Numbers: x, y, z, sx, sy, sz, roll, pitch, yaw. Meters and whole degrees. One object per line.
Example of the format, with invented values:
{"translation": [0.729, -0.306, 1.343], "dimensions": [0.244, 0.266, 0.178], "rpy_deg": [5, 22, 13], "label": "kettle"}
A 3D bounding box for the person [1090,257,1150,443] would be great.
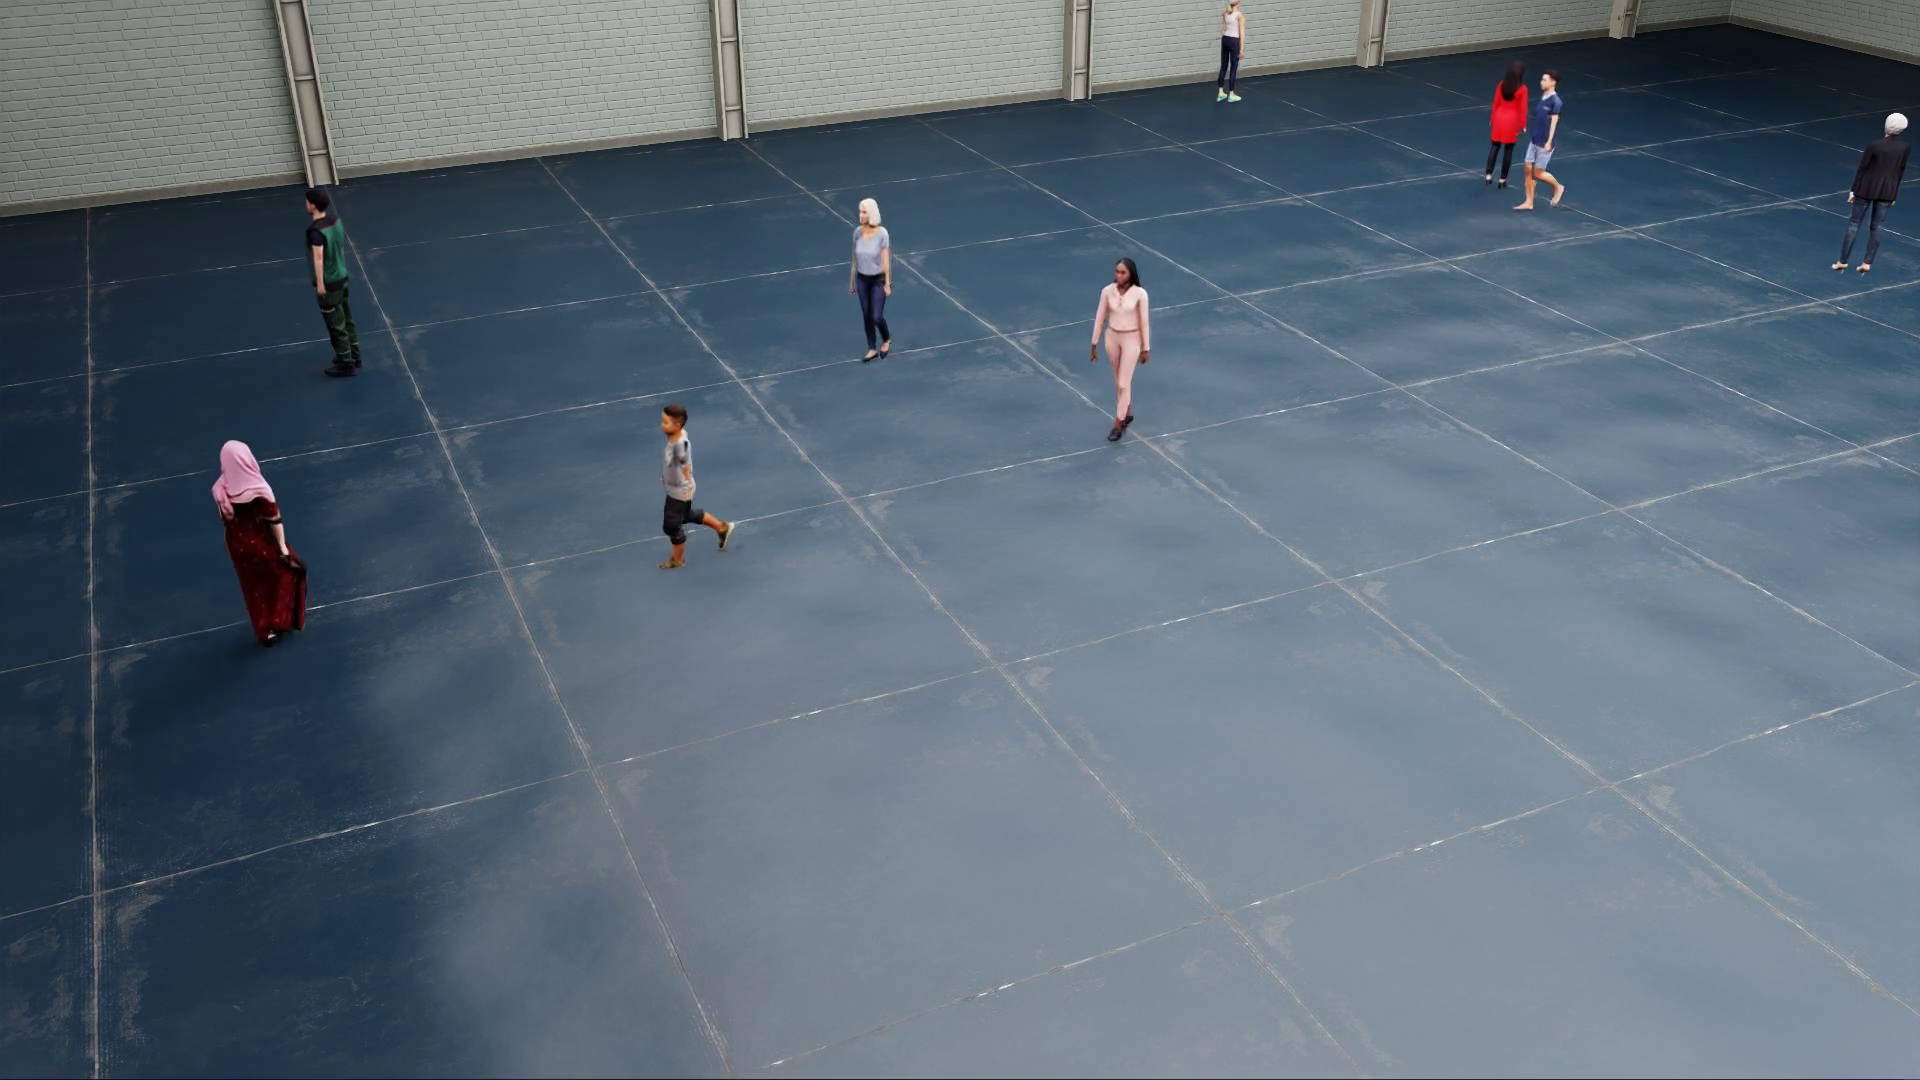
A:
{"translation": [1.558, -1.823, 15.527], "dimensions": [0.972, 1.696, 1.076], "rpy_deg": [14, 31, 25], "label": "person"}

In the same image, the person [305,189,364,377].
{"translation": [-6.332, -2.604, 16.775], "dimensions": [0.745, 1.901, 0.769], "rpy_deg": [1, 28, 2], "label": "person"}

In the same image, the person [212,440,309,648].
{"translation": [-5.132, 0.055, 12.056], "dimensions": [0.811, 1.644, 0.890], "rpy_deg": [3, 28, 6], "label": "person"}

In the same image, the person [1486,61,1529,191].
{"translation": [7.423, -5.630, 22.623], "dimensions": [0.732, 1.746, 0.726], "rpy_deg": [20, 34, 33], "label": "person"}

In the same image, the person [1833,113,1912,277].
{"translation": [9.792, -3.729, 17.860], "dimensions": [0.810, 1.781, 0.792], "rpy_deg": [7, 29, 12], "label": "person"}

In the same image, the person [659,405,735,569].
{"translation": [-2.183, -0.482, 13.279], "dimensions": [0.912, 1.442, 0.583], "rpy_deg": [-11, 30, -20], "label": "person"}

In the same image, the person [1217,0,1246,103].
{"translation": [4.437, -8.082, 27.276], "dimensions": [0.648, 1.701, 0.674], "rpy_deg": [-25, 37, -38], "label": "person"}

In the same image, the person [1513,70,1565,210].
{"translation": [7.685, -5.208, 21.734], "dimensions": [0.934, 1.836, 0.721], "rpy_deg": [-6, 29, -11], "label": "person"}

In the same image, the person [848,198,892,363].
{"translation": [-0.861, -2.685, 17.125], "dimensions": [0.725, 1.716, 0.760], "rpy_deg": [16, 32, 28], "label": "person"}
